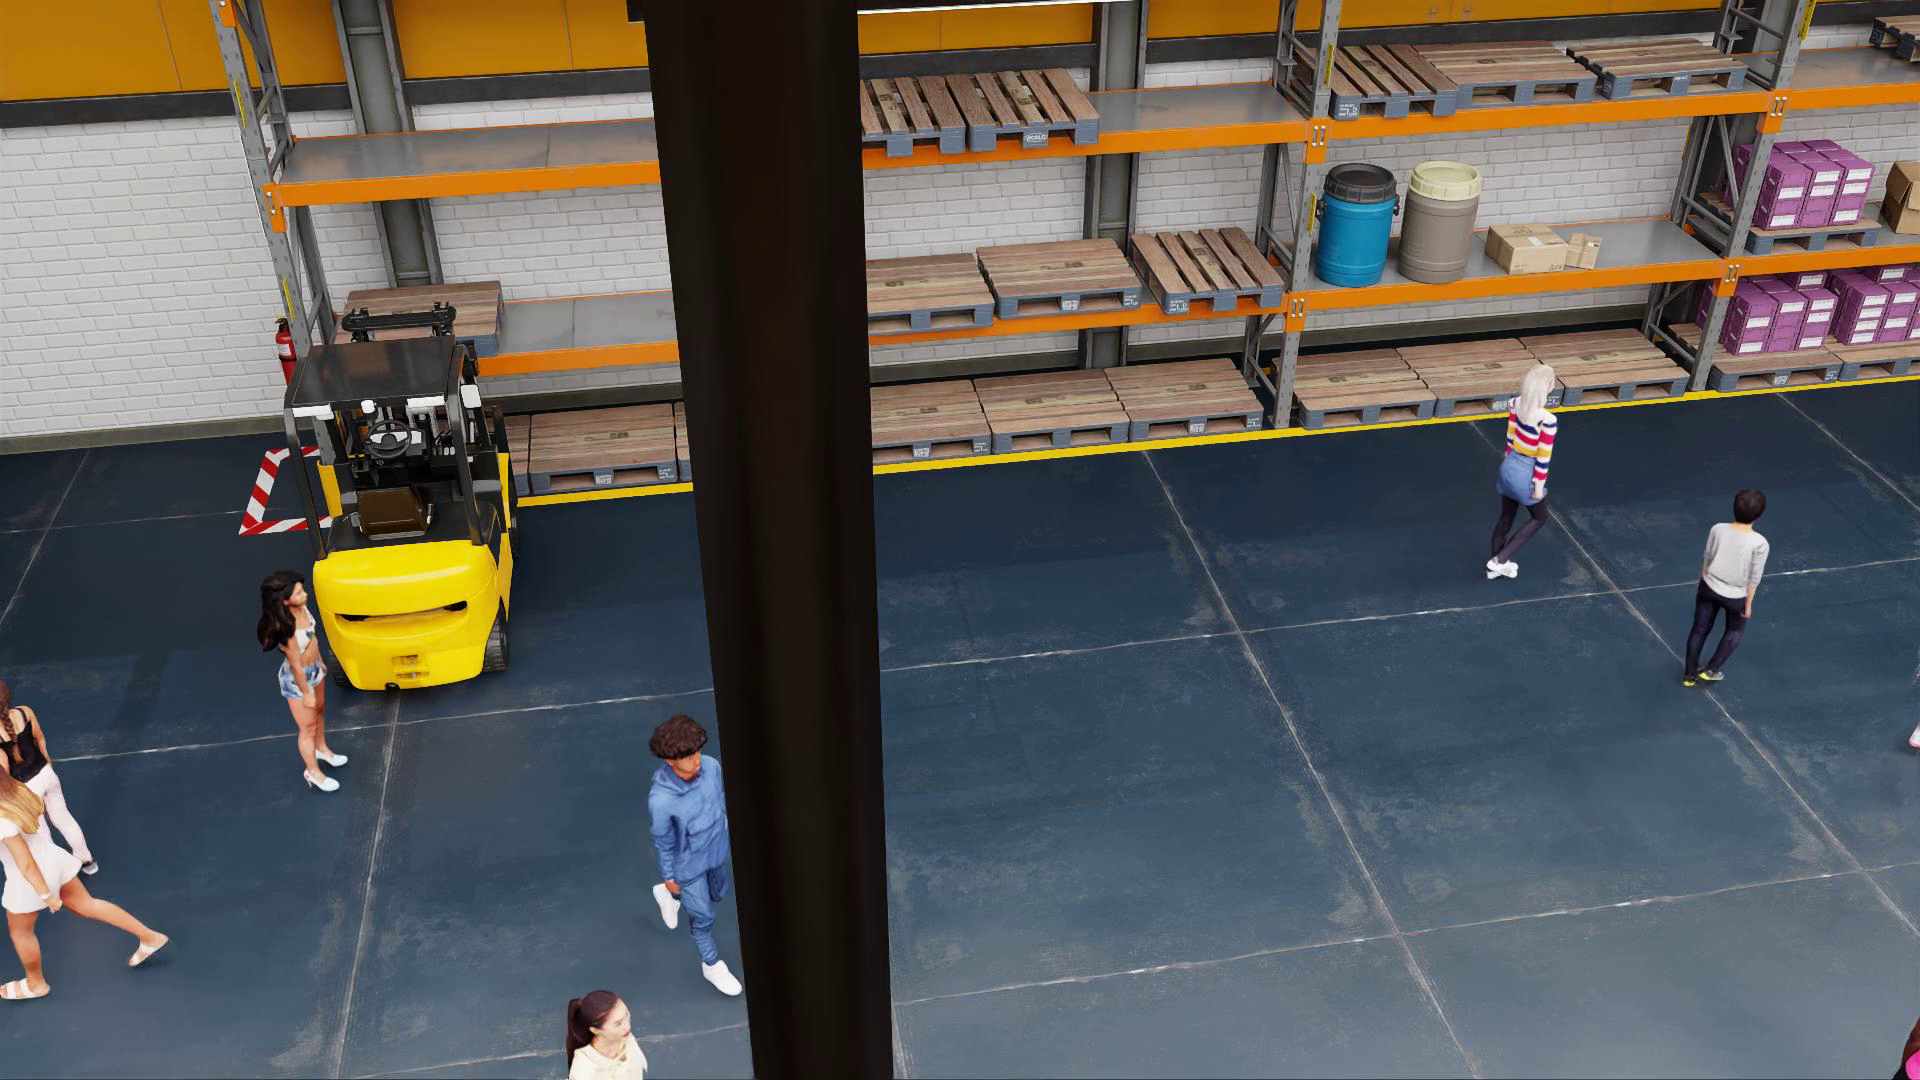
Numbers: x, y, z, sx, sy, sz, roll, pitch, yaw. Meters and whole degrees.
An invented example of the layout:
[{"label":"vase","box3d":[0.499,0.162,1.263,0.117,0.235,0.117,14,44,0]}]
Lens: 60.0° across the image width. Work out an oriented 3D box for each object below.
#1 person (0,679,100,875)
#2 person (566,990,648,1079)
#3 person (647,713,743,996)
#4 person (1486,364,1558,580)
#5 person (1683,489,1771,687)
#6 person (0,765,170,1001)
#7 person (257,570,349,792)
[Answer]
[{"label":"person","box3d":[-5.402,1.424,9.664,0.629,1.564,0.610,10,35,15]},{"label":"person","box3d":[-1.671,2.687,7.717,1.089,1.616,0.921,10,35,14]},{"label":"person","box3d":[-1.503,1.671,9.088,1.100,1.790,1.053,23,40,31]},{"label":"person","box3d":[4.090,-0.467,12.294,0.686,1.801,0.713,-11,35,-16]},{"label":"person","box3d":[5.145,0.375,11.262,0.662,1.542,0.697,29,43,36]},{"label":"person","box3d":[-4.896,1.801,9.009,1.113,1.661,0.587,-7,34,-10]},{"label":"person","box3d":[-4.122,0.875,10.439,0.575,1.620,0.566,-3,34,-5]}]
